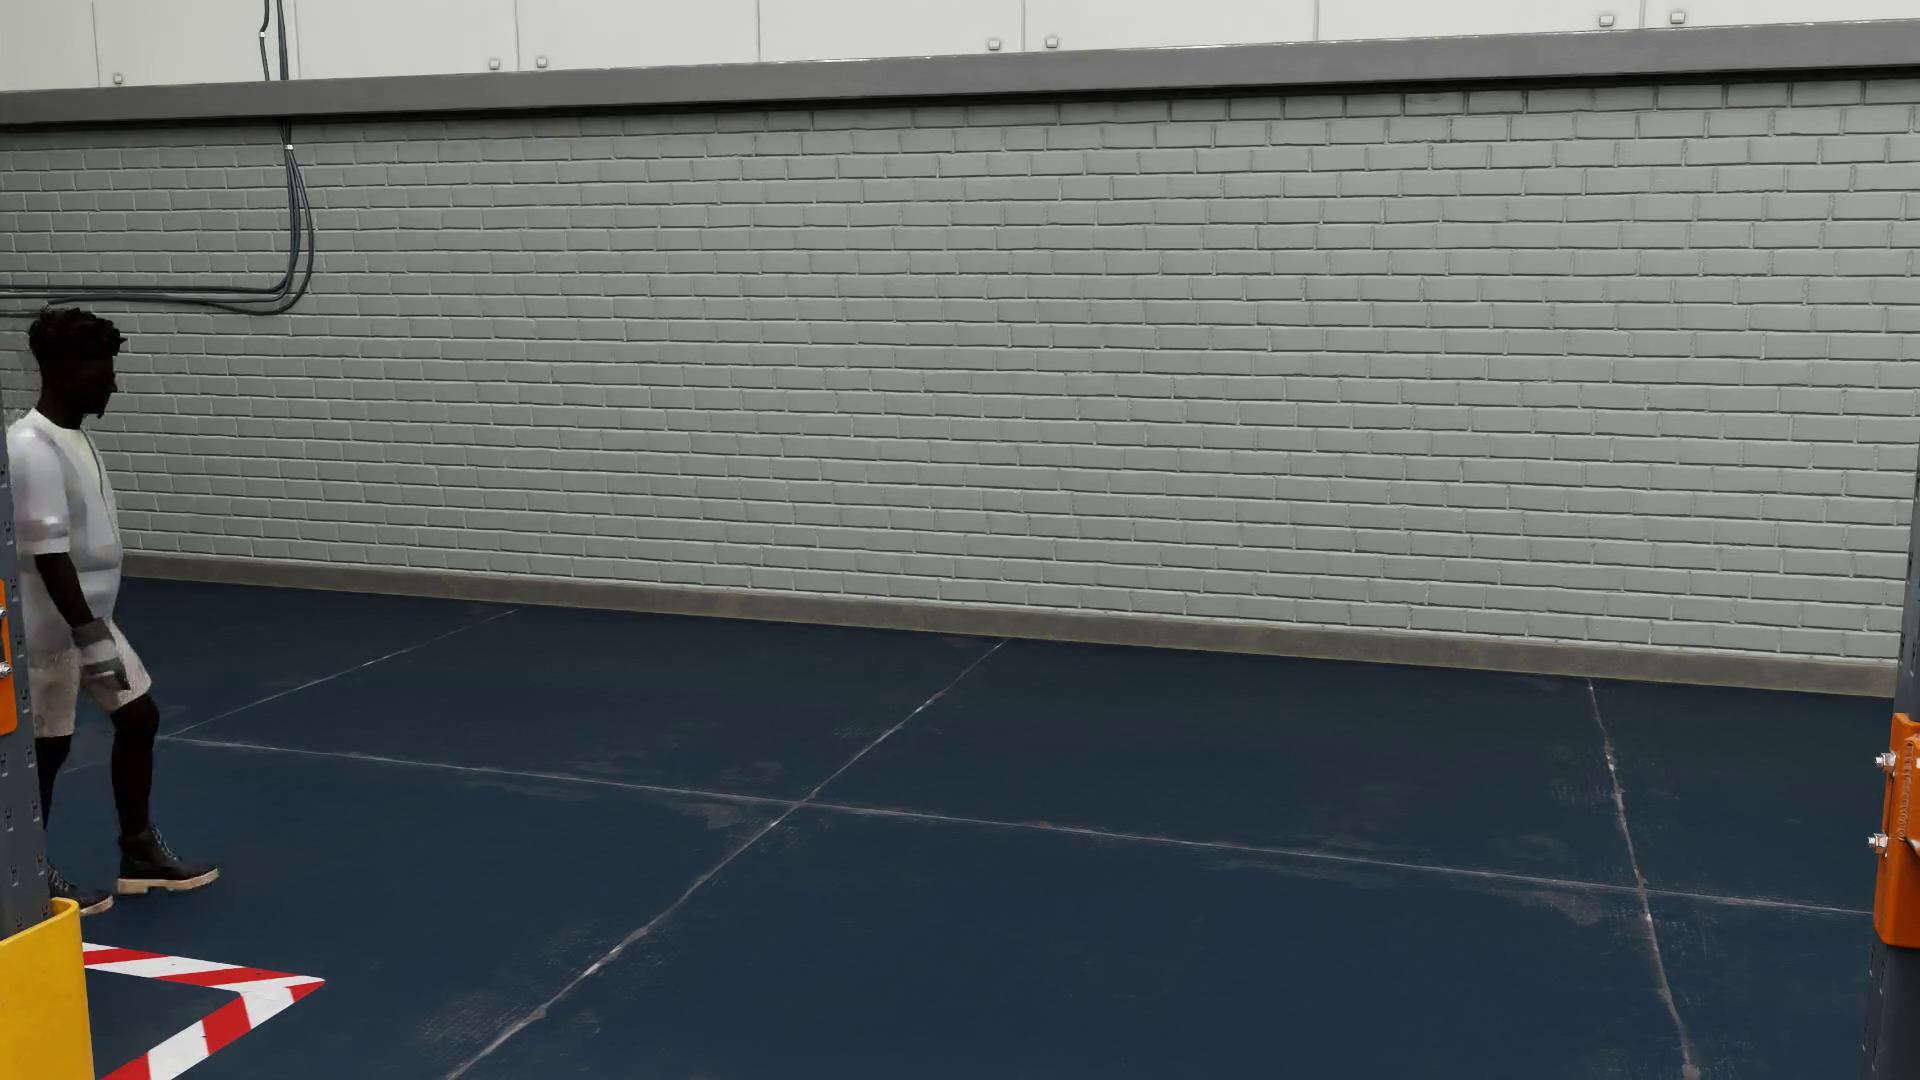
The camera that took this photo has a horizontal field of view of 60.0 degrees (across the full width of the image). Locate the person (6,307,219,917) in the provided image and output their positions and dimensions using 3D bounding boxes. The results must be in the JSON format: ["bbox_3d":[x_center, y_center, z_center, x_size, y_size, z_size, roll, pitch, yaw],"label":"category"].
[{"bbox_3d":[-2.696,0.250,5.187,0.748,1.932,0.609,-2,10,-10],"label":"person"}]
